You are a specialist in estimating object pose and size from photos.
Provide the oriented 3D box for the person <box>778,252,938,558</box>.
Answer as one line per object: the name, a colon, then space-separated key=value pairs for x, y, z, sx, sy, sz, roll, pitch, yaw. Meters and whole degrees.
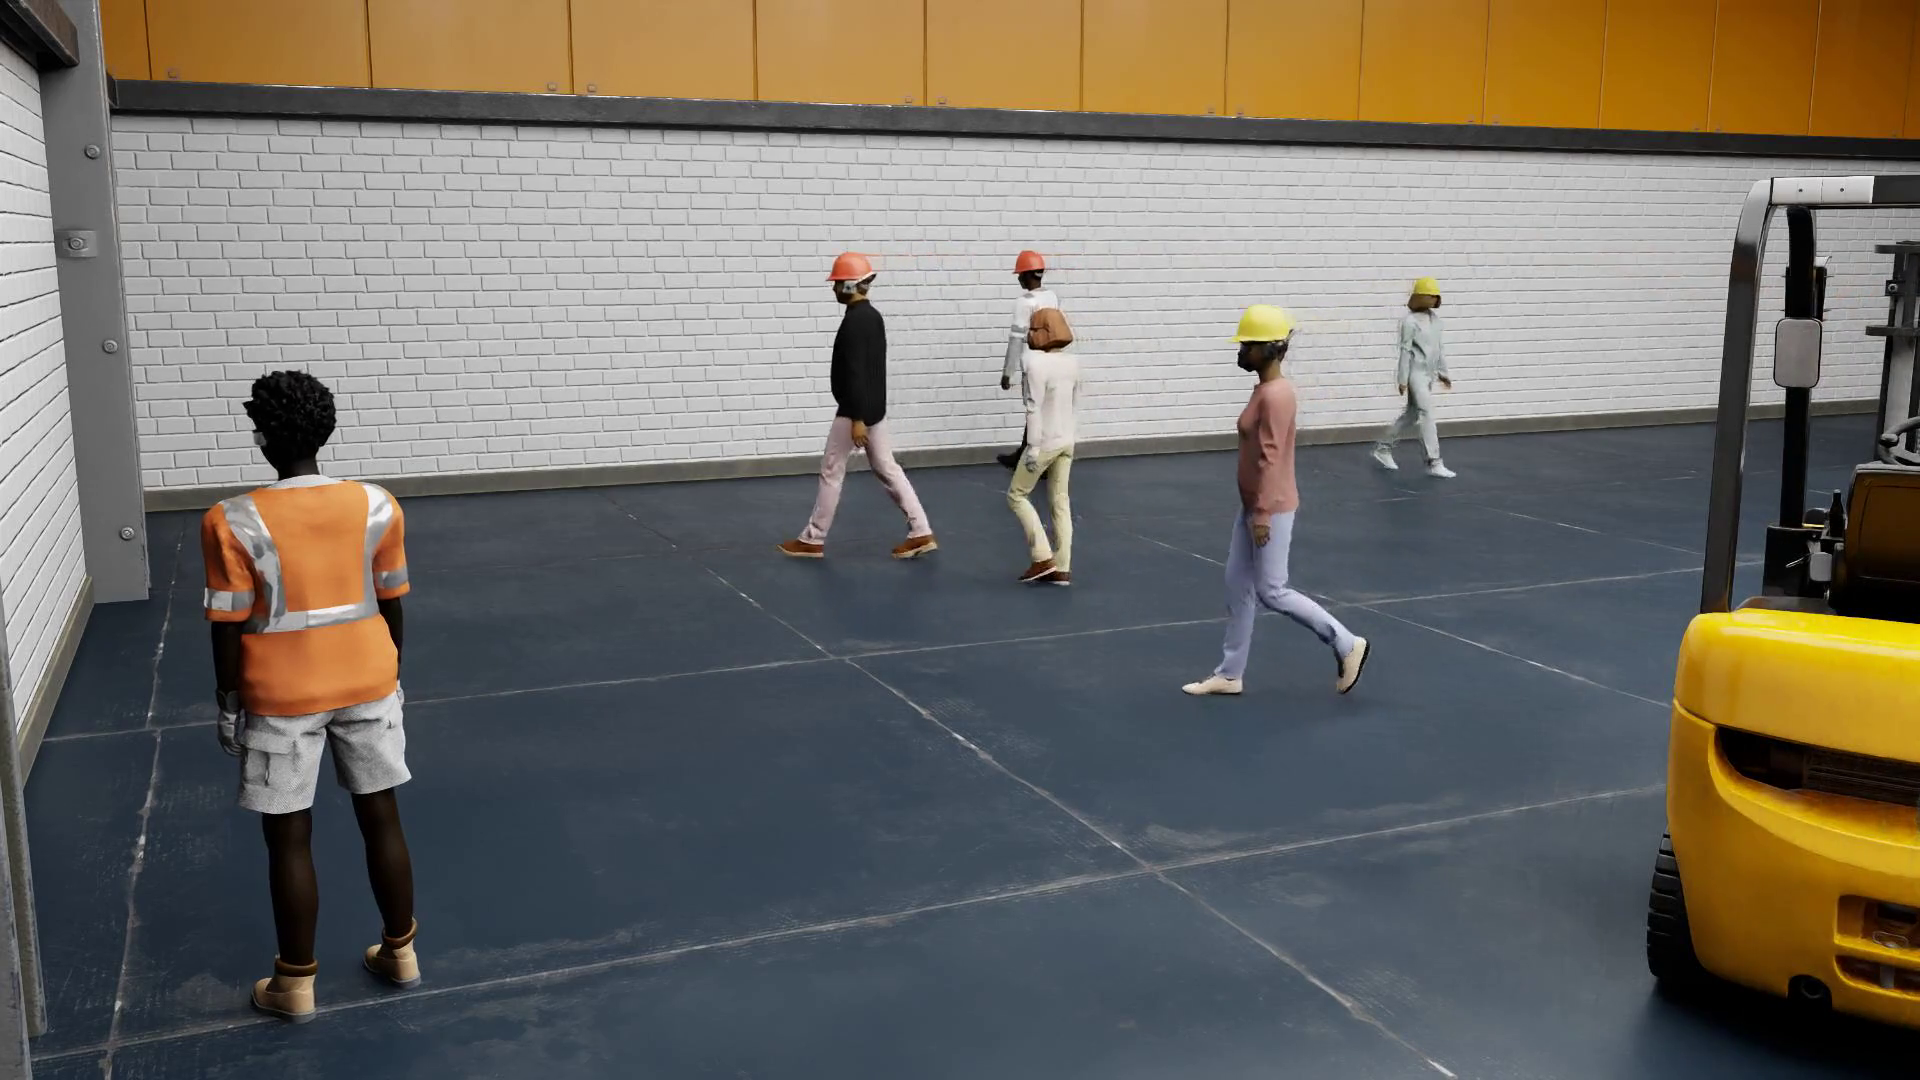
person: x=-0.612 y=-0.832 z=10.474 sx=1.038 sy=1.945 sz=0.641 roll=3 pitch=11 yaw=15

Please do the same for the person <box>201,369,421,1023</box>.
person: x=-1.683 y=0.403 z=4.354 sx=0.532 sy=1.691 sz=0.322 roll=-10 pitch=14 yaw=-43

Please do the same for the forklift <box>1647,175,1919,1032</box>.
forklift: x=2.810 y=0.094 z=4.662 sx=1.214 sy=2.155 sz=2.313 roll=7 pitch=12 yaw=34

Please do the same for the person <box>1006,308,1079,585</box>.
person: x=0.492 y=-0.538 z=9.709 sx=0.403 sy=1.617 sz=0.538 roll=7 pitch=13 yaw=36

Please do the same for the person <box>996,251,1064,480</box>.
person: x=0.532 y=-1.472 z=14.056 sx=0.783 sy=1.910 sz=0.572 roll=8 pitch=13 yaw=38

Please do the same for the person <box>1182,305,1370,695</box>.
person: x=1.392 y=-0.150 z=7.238 sx=0.735 sy=1.743 sz=0.528 roll=0 pitch=10 yaw=2

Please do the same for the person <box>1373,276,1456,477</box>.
person: x=3.945 y=-1.425 z=14.382 sx=0.497 sy=1.708 sz=0.863 roll=-10 pitch=14 yaw=-44
